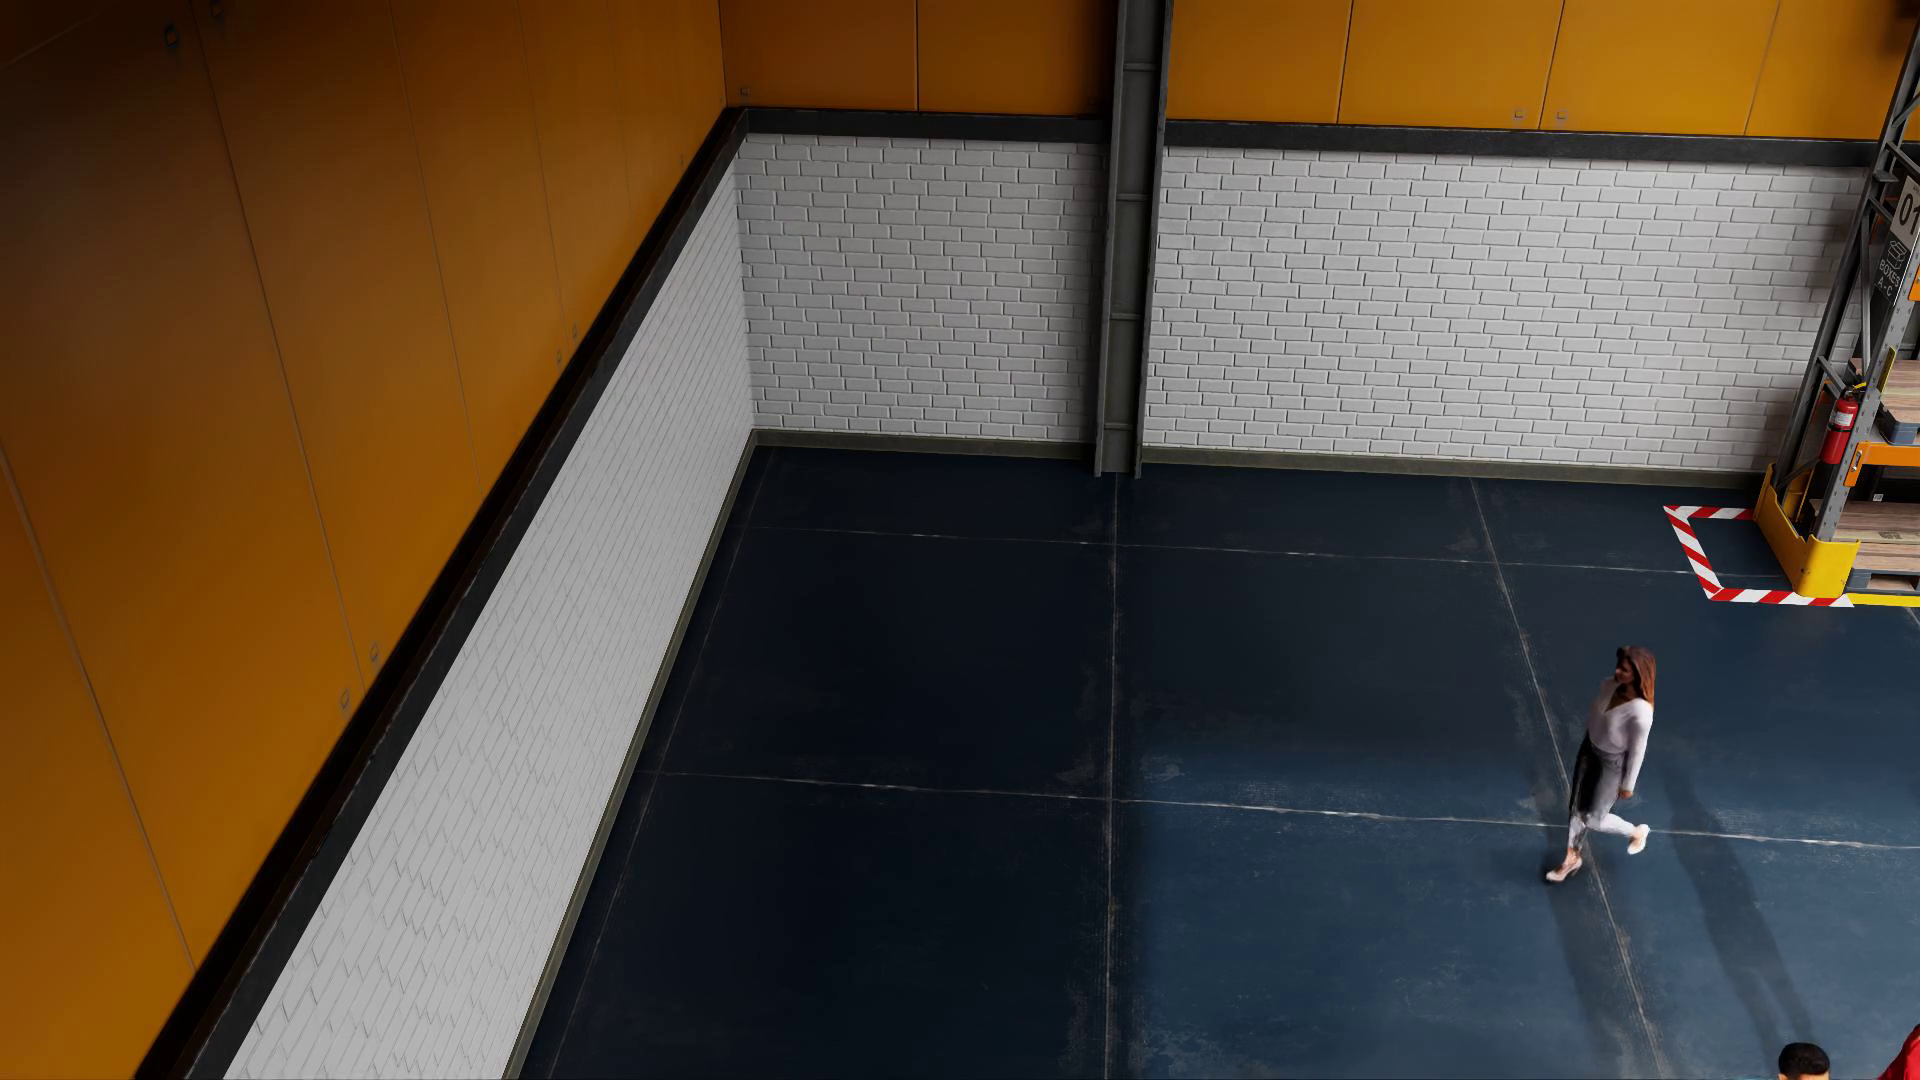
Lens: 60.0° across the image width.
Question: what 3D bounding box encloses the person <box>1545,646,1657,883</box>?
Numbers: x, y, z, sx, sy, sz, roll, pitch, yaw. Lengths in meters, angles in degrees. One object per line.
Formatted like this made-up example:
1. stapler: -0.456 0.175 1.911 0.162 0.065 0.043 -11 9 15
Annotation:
1. person: 3.860 1.336 9.780 0.943 1.747 0.753 -8 34 -12
